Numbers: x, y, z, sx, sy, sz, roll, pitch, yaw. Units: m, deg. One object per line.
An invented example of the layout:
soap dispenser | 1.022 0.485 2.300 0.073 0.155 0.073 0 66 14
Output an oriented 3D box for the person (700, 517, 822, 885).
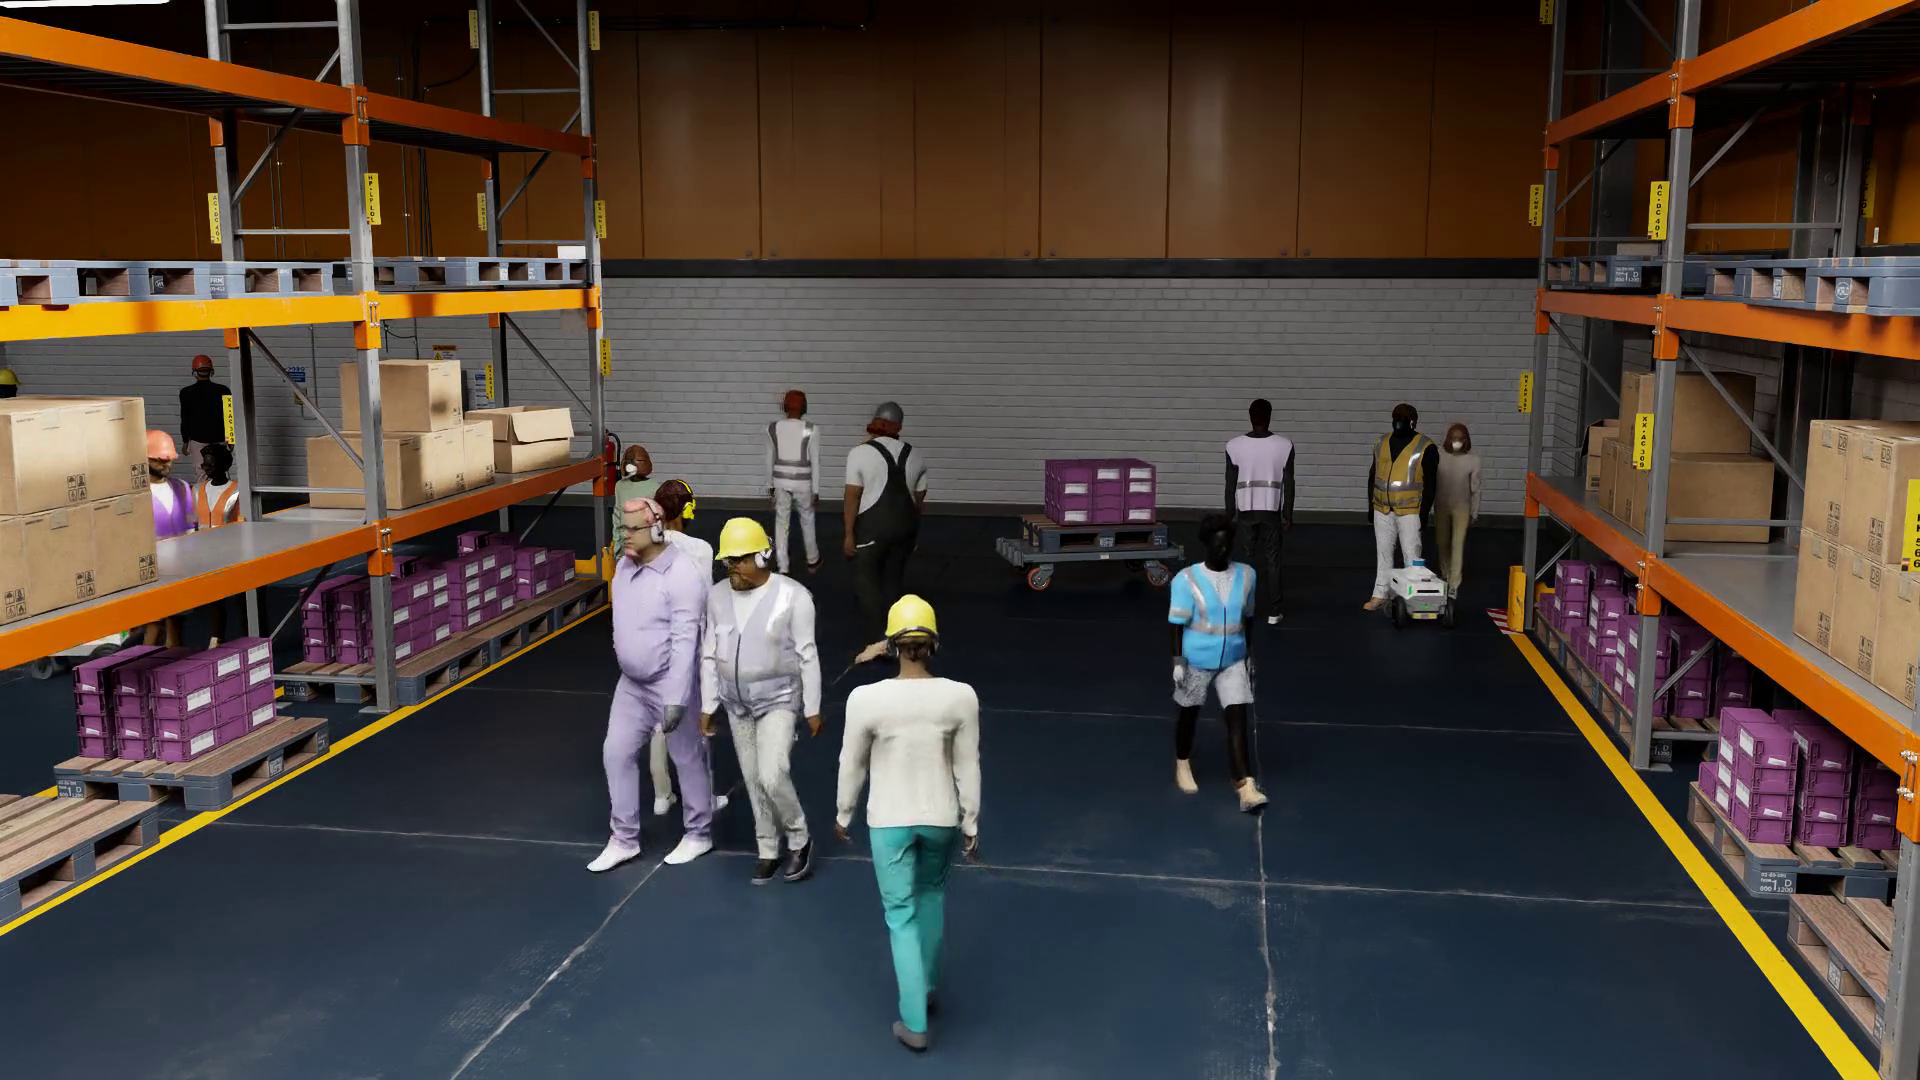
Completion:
person | -0.982 0.787 8.099 0.599 1.815 0.414 5 10 26

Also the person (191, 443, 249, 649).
person | -5.601 0.107 12.647 0.541 1.696 0.315 2 9 10

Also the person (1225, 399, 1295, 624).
person | 2.533 -0.235 14.093 0.587 1.913 0.391 1 9 8

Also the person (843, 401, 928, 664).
person | -0.561 -0.093 12.822 0.746 2.000 0.740 -6 11 -33

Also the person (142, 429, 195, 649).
person | -5.389 0.210 11.272 0.365 1.937 0.547 4 10 23

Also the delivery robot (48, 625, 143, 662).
delivery robot | -6.453 0.687 12.289 0.707 0.478 0.477 -1 9 -4

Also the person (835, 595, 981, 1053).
person | -0.215 1.075 6.523 0.535 1.742 0.677 -3 10 -18

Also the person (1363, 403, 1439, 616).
person | 3.832 -0.271 14.523 0.627 1.847 0.429 8 12 42

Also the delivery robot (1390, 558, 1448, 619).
delivery robot | 3.877 0.398 14.073 0.477 0.478 0.707 0 9 2

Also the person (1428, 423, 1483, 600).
person | 4.566 -0.295 15.396 0.498 1.604 0.791 4 10 25

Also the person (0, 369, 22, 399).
person | -10.367 -0.902 18.155 0.587 1.929 0.360 8 12 39

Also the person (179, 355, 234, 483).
person | -8.982 -1.211 19.854 0.624 1.993 0.385 -9 13 -43

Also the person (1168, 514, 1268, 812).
person | 1.426 0.676 9.258 0.556 1.644 0.861 -2 10 -15

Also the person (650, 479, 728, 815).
person | -1.544 0.595 9.138 0.520 1.861 0.327 2 9 13

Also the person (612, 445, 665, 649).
person | -2.532 0.065 13.088 0.505 1.636 0.279 5 11 29

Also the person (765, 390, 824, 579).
person | -1.597 -0.535 16.156 0.597 1.832 0.967 2 9 11

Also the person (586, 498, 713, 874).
person | -1.554 0.731 8.230 0.664 1.878 0.779 7 12 37
